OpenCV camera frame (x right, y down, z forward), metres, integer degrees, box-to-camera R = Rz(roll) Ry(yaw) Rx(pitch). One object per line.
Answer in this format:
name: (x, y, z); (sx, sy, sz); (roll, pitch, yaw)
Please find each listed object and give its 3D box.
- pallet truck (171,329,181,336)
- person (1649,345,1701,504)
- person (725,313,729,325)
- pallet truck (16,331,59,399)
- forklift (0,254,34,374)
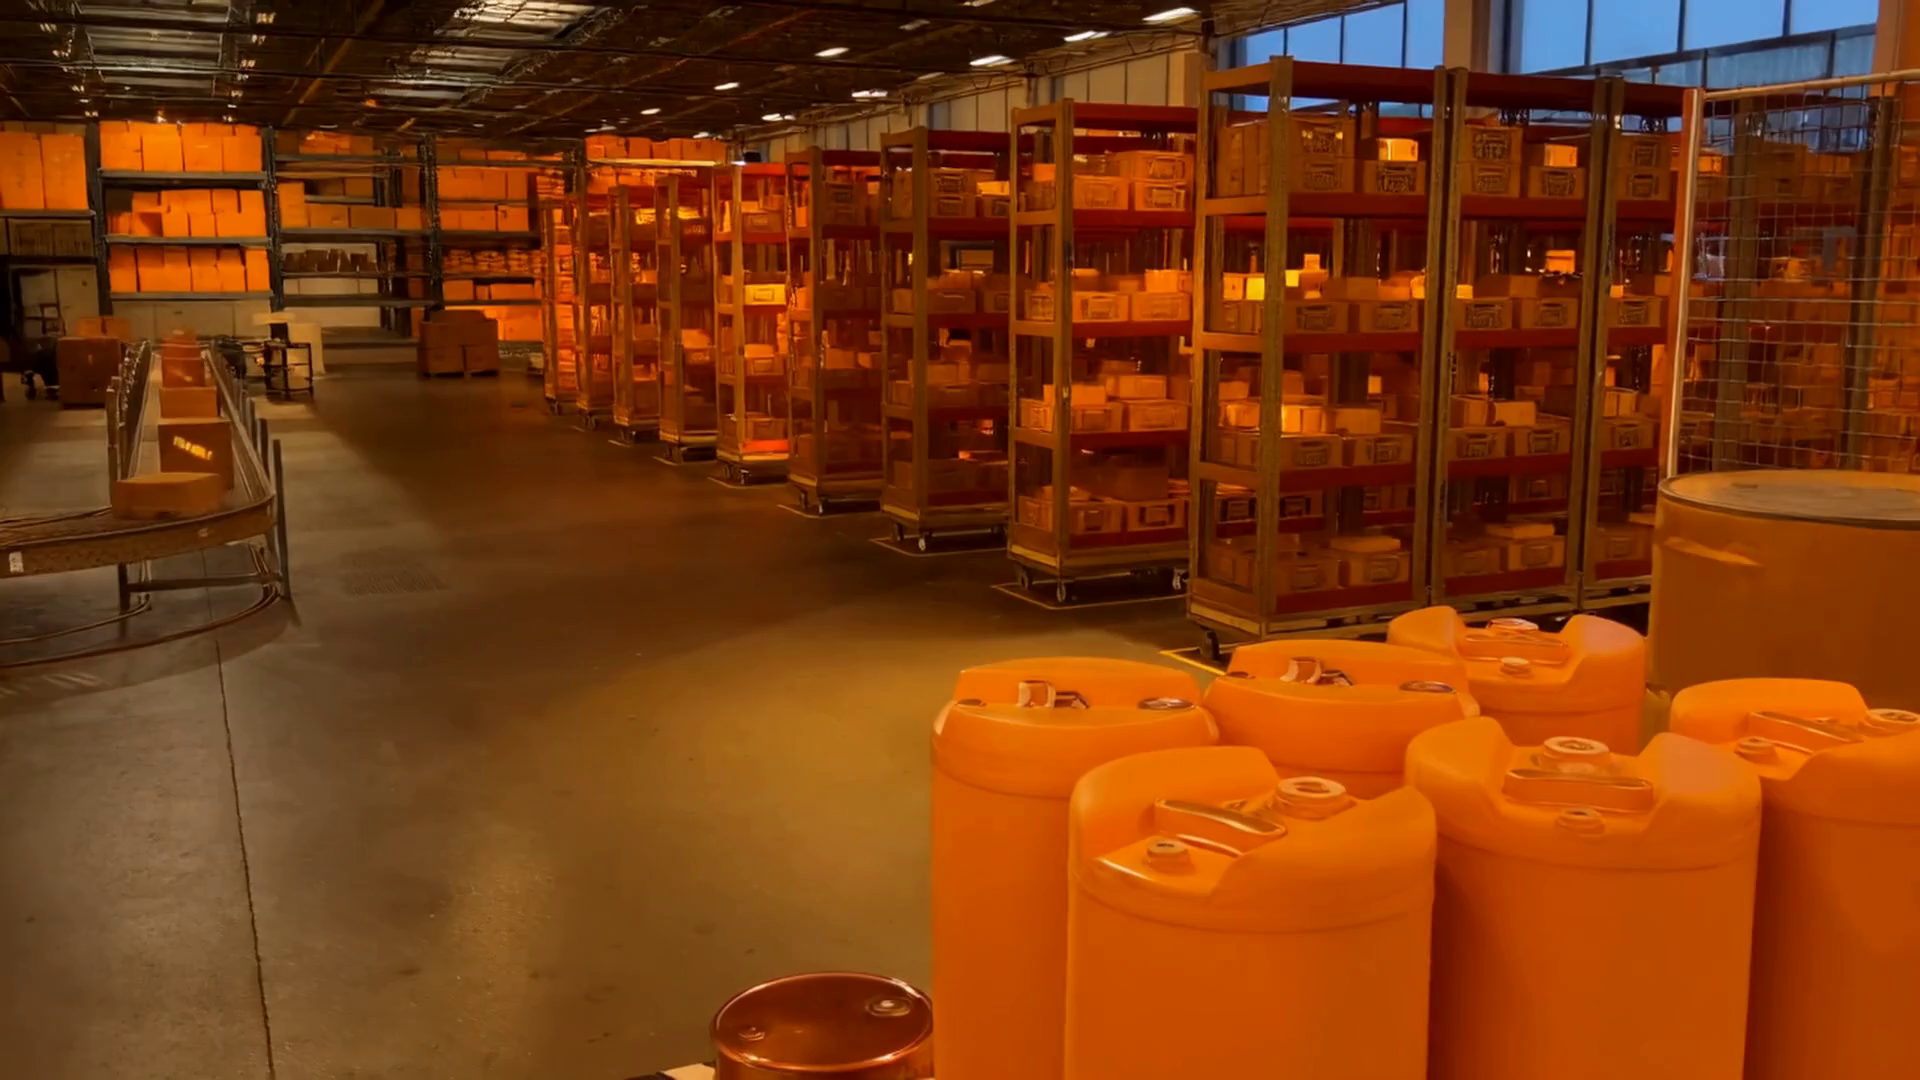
pallet truck: (-17.275, -3.851, 35.096); (1.601, 1.201, 0.680); (0, 9, 1)
person: (7.220, -1.217, 16.838); (0.565, 1.846, 0.390); (-4, 10, -24)
person: (-4.633, -4.078, 34.304); (0.614, 1.950, 1.028); (-6, 11, -34)
pallet truck: (-17.082, -3.353, 31.781); (1.630, 1.274, 0.653); (-4, 10, -25)
forklift: (-22.318, -5.268, 38.771); (1.873, 2.768, 1.129); (-4, 10, -25)
